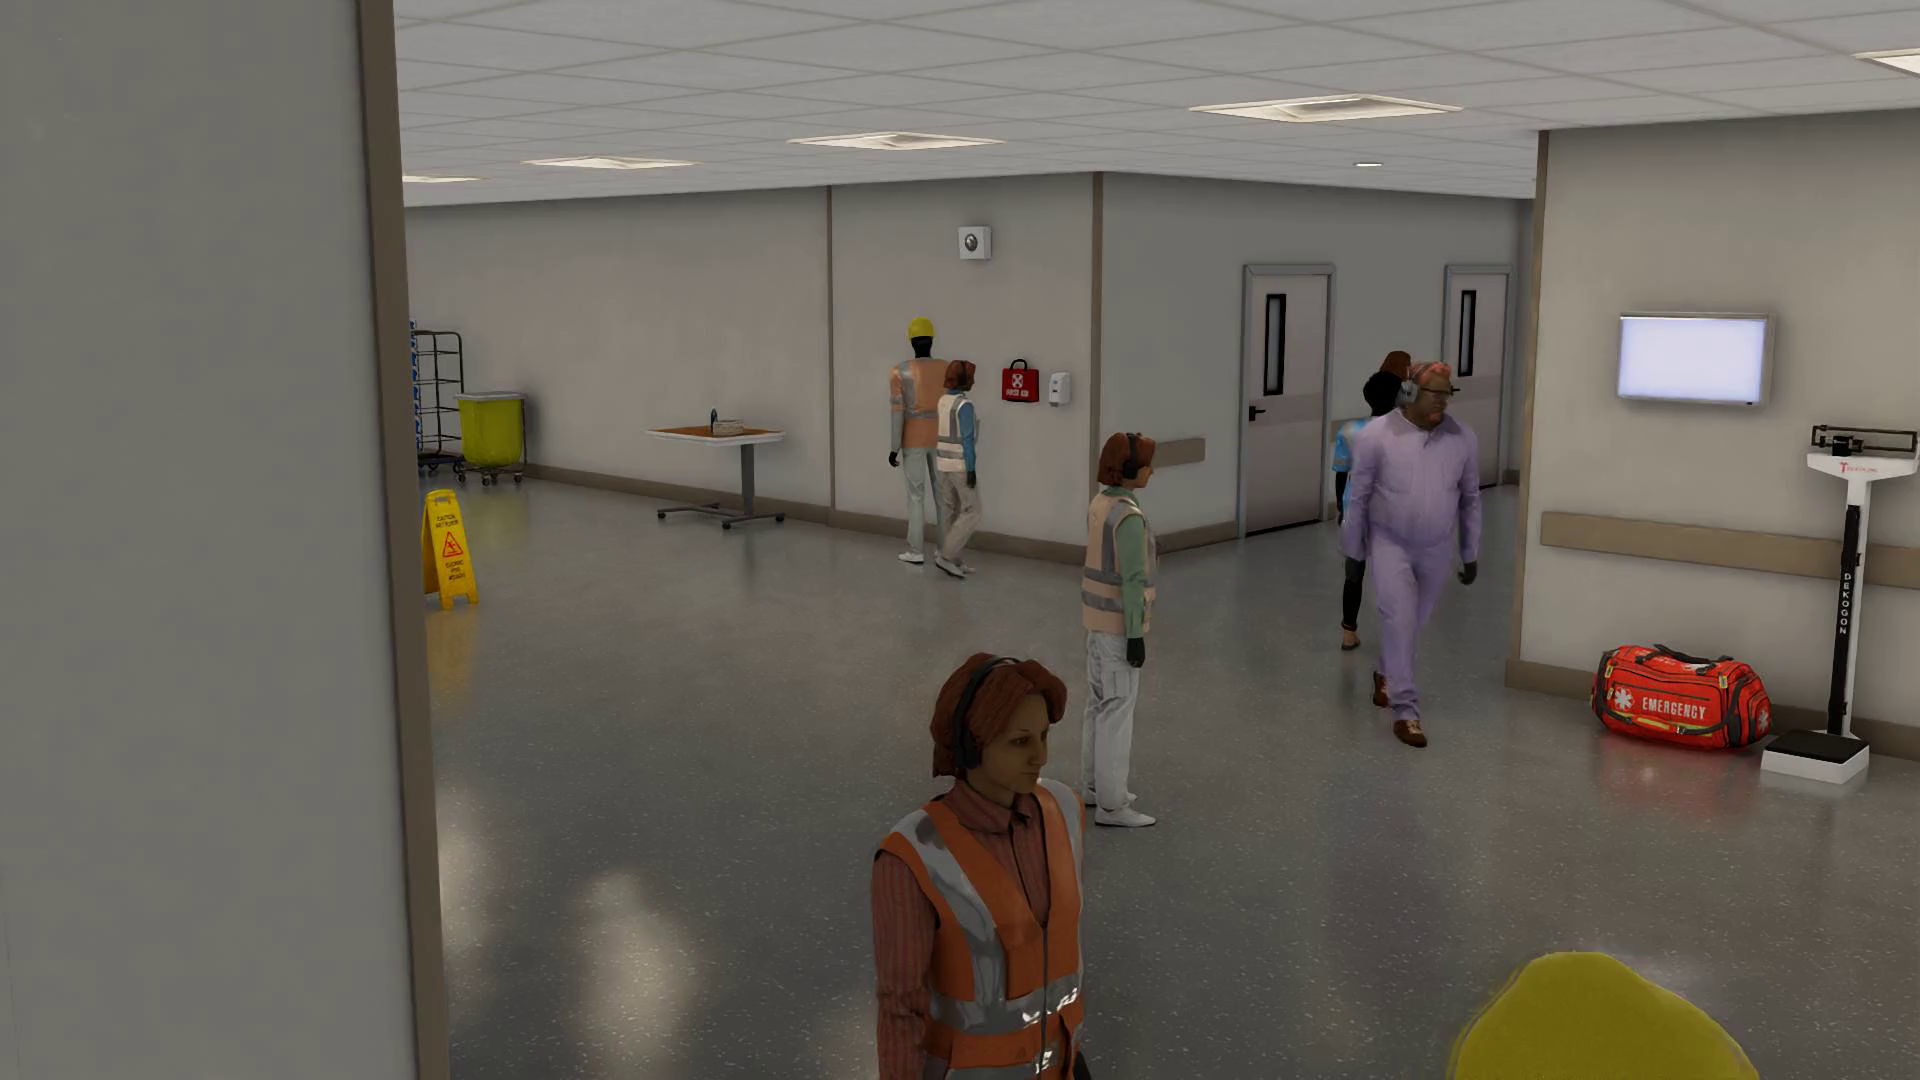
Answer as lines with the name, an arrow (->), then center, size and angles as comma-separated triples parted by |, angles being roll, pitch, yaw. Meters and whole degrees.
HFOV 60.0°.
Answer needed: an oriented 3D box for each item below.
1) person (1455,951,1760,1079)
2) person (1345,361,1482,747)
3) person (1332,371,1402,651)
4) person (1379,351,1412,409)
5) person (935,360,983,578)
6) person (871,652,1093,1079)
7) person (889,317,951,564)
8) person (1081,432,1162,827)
person -> 0.486, 1.204, 1.256 | 0.617, 1.814, 0.409 | -1, 9, -5
person -> 2.270, 0.019, 8.392 | 0.658, 1.861, 0.990 | -1, 9, -6
person -> 2.495, -0.161, 9.948 | 0.541, 1.696, 0.315 | 5, 11, 28
person -> 3.562, -0.734, 13.657 | 0.286, 1.633, 0.499 | 4, 10, 22
person -> -0.025, -0.523, 12.374 | 0.372, 1.629, 0.526 | -4, 10, -24
person -> 0.050, 1.005, 2.987 | 0.307, 1.636, 0.525 | 8, 12, 42
person -> -0.290, -0.775, 13.020 | 0.591, 1.923, 0.382 | -4, 10, -25
person -> 0.659, 0.369, 6.907 | 0.310, 1.633, 0.517 | -2, 9, -10
